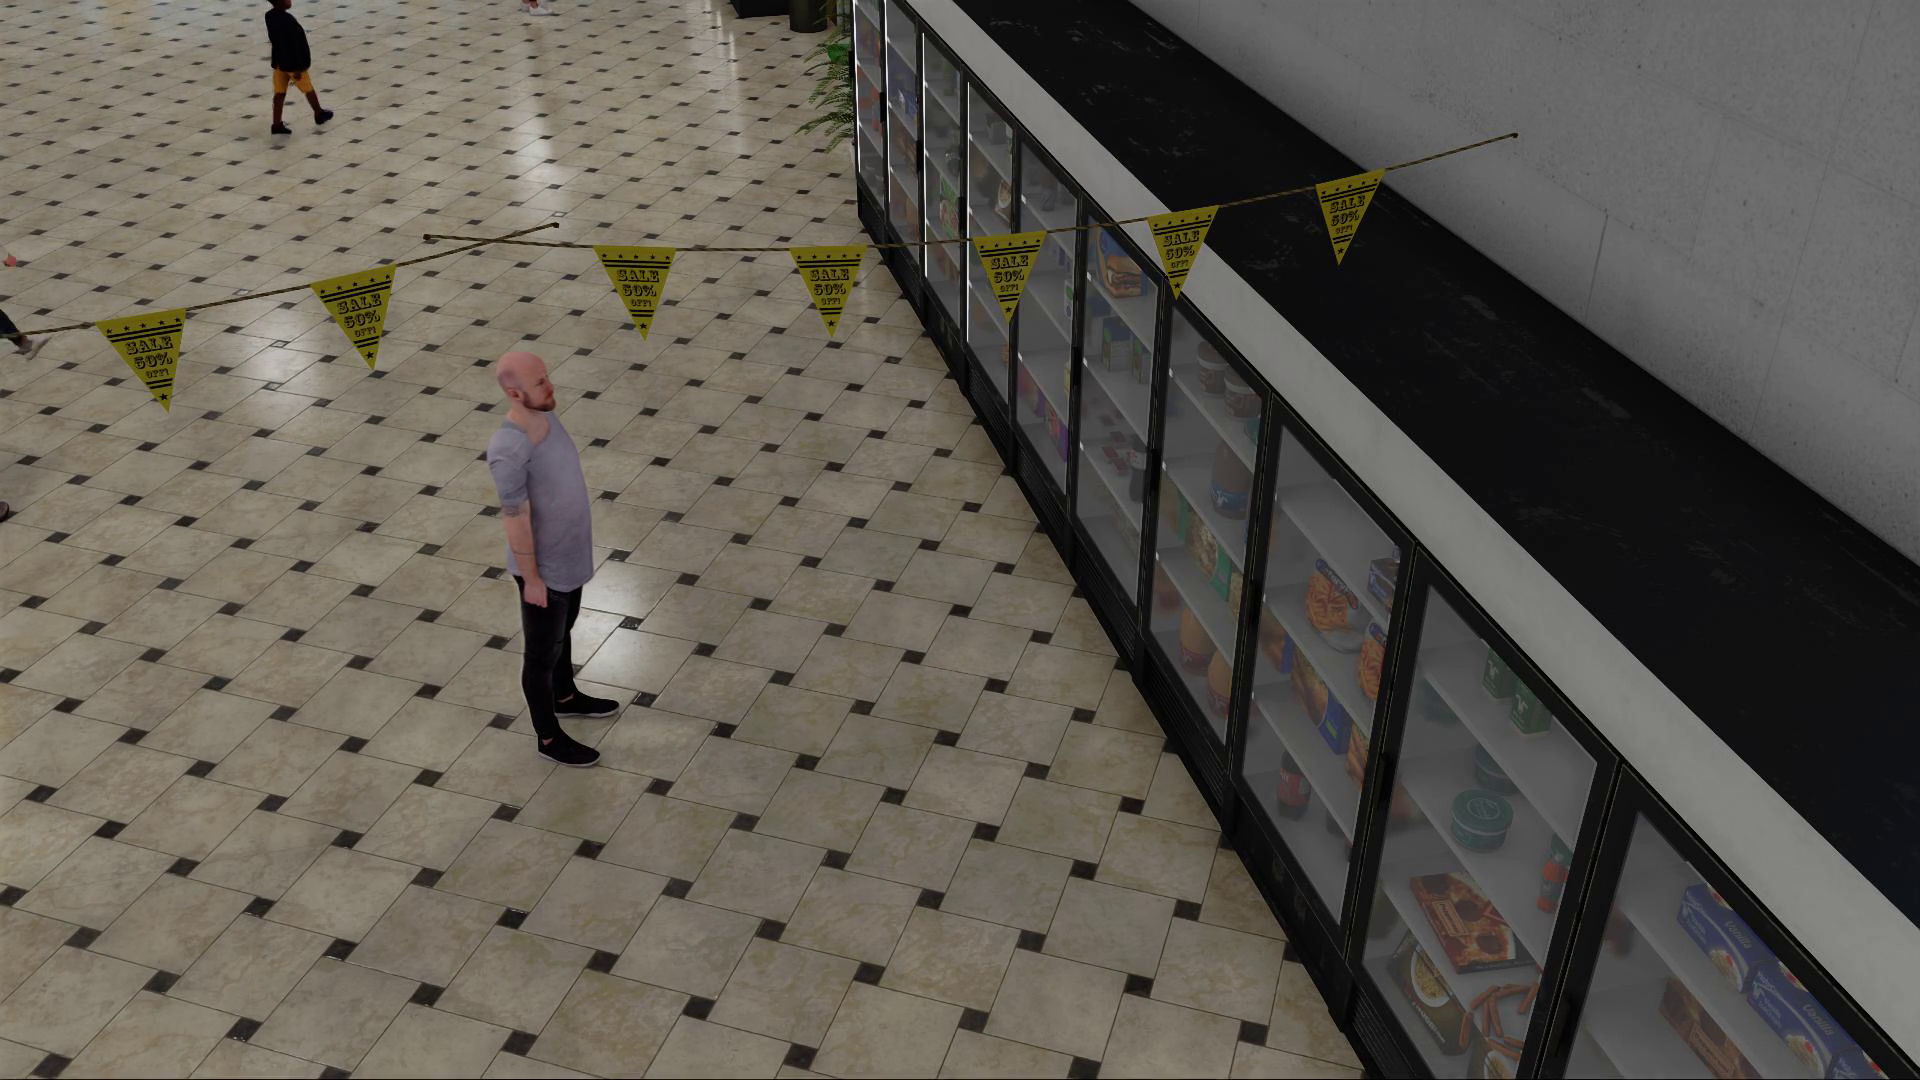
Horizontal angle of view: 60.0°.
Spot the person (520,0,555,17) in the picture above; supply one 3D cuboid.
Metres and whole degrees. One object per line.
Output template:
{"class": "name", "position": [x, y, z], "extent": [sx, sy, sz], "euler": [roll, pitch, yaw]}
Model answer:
{"class": "person", "position": [-4.517, -6.318, 17.191], "extent": [0.608, 1.704, 0.662], "euler": [-19, 36, -27]}

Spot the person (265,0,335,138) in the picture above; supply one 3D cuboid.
{"class": "person", "position": [-5.653, -3.970, 13.857], "extent": [0.904, 1.239, 0.882], "euler": [11, 34, 17]}

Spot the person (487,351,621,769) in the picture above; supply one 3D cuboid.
{"class": "person", "position": [-1.685, 0.059, 6.815], "extent": [0.707, 1.837, 0.742], "euler": [2, 32, 3]}
